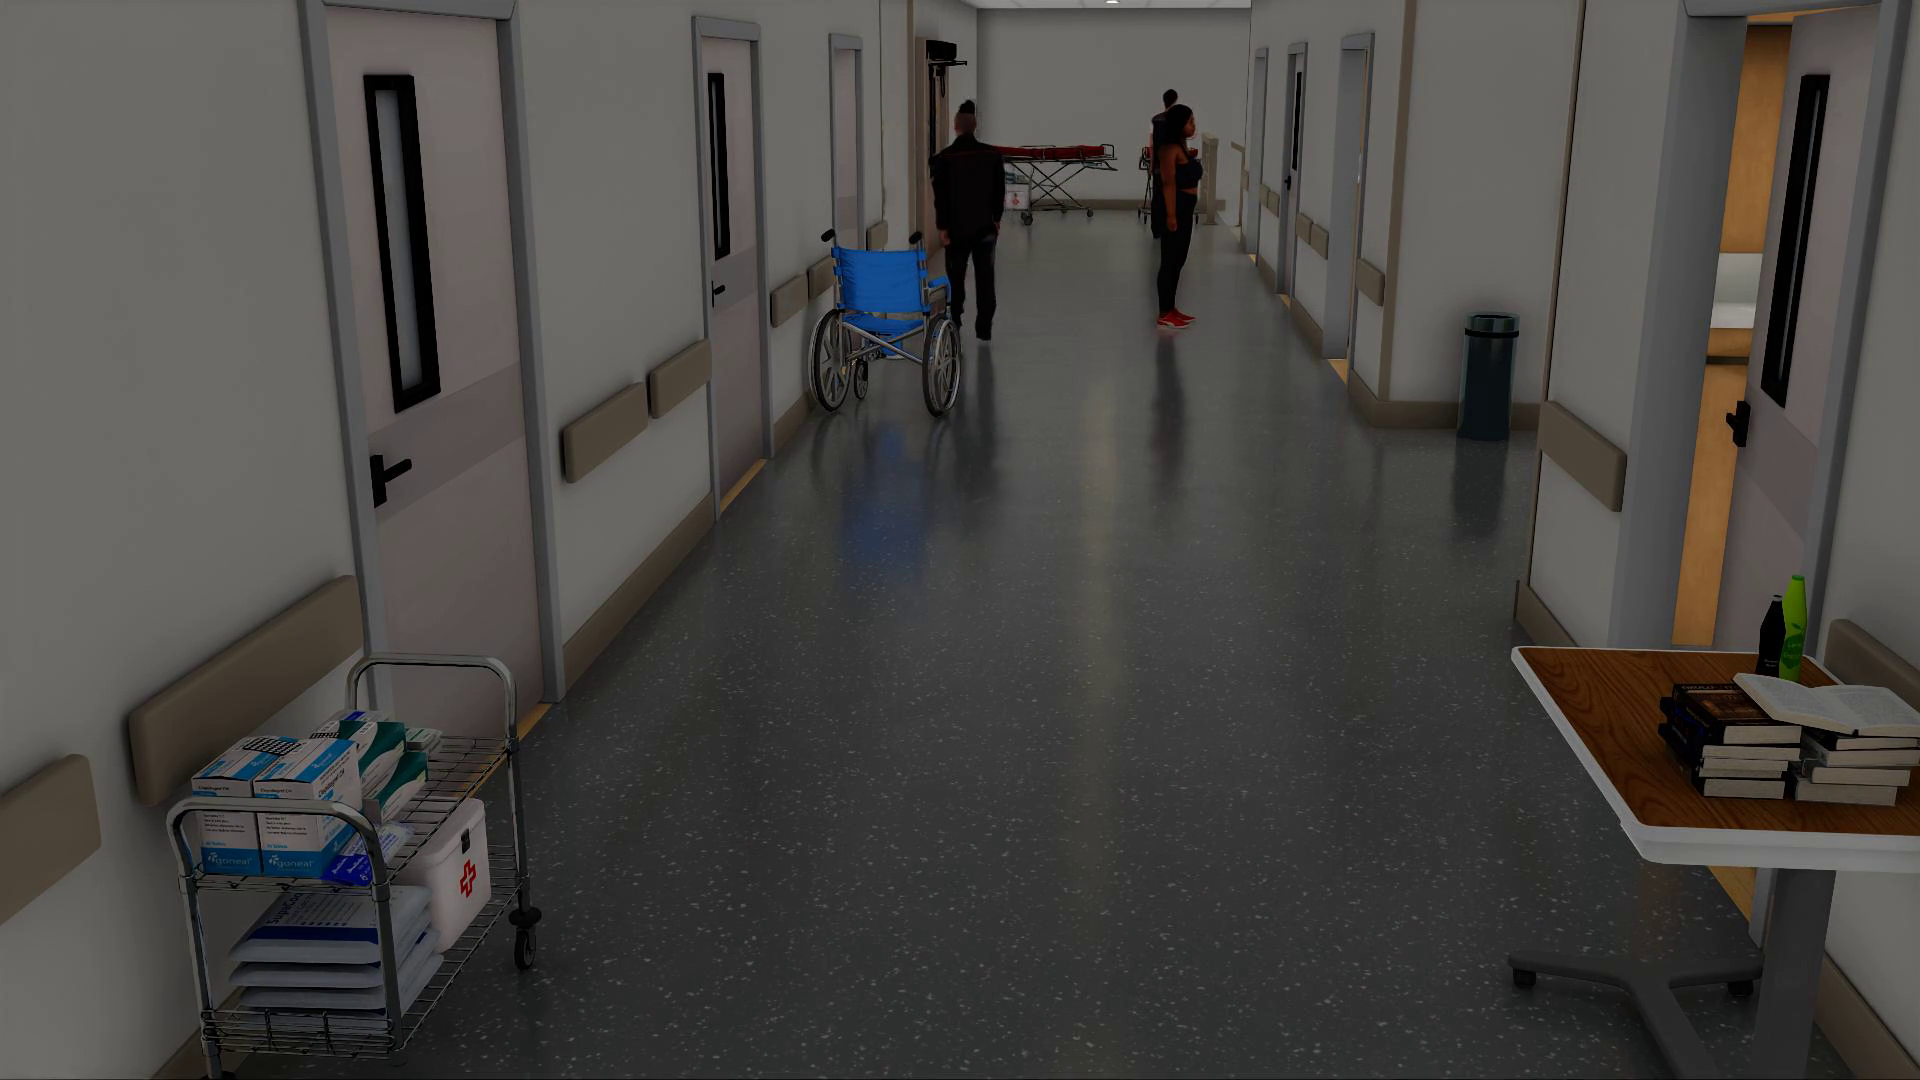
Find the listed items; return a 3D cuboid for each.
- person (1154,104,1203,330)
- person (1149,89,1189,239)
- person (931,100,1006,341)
[{"bbox_3d":[1.792,-2.703,13.866,0.767,1.816,0.615,5,16,16],"label":"person"},{"bbox_3d":[2.659,-4.799,21.244,0.706,1.846,0.653,6,17,19],"label":"person"},{"bbox_3d":[0.110,-2.437,12.918,0.973,1.817,1.240,-3,16,-9],"label":"person"}]
